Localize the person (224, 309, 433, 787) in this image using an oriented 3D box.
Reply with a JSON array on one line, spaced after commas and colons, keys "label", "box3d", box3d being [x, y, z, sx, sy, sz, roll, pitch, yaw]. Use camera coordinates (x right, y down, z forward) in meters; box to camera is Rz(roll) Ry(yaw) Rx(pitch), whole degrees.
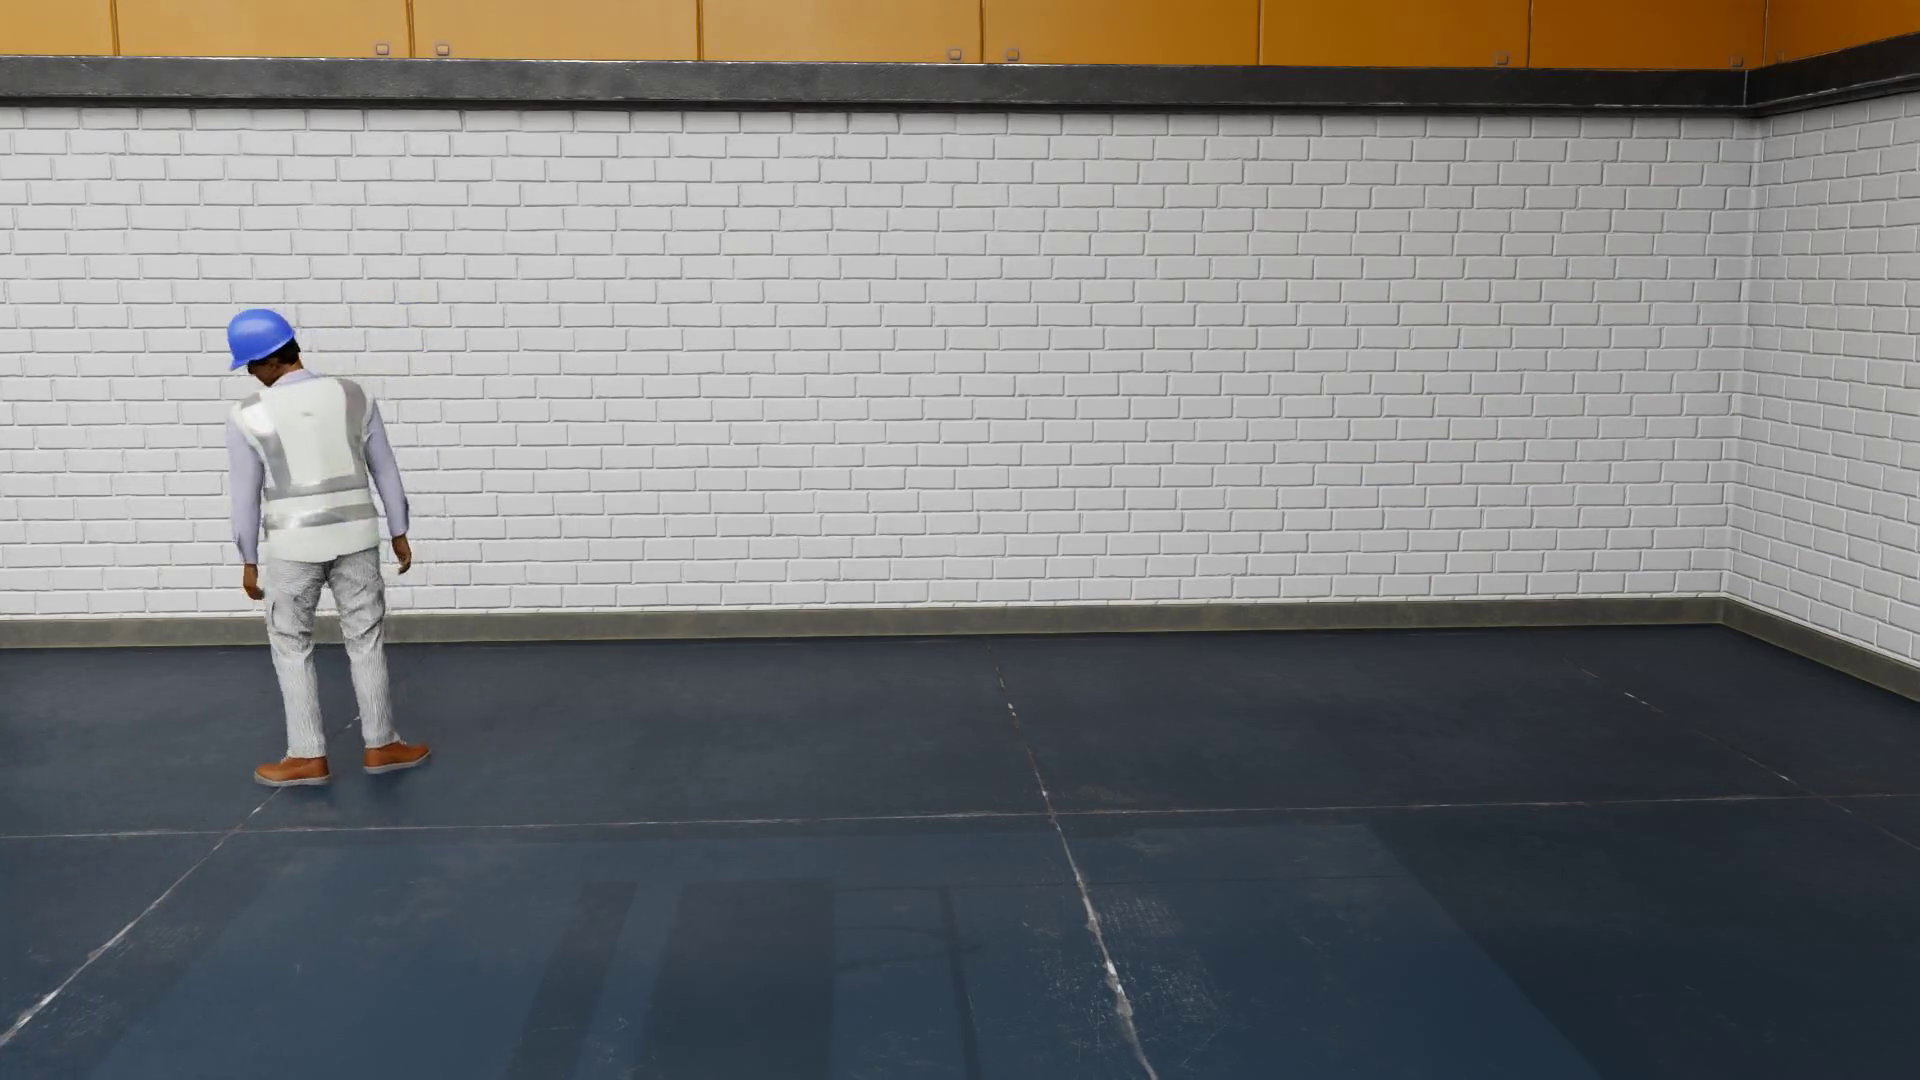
[{"label": "person", "box3d": [-2.510, 0.030, 6.662, 0.746, 1.900, 0.397, -6, 11, -34]}]
